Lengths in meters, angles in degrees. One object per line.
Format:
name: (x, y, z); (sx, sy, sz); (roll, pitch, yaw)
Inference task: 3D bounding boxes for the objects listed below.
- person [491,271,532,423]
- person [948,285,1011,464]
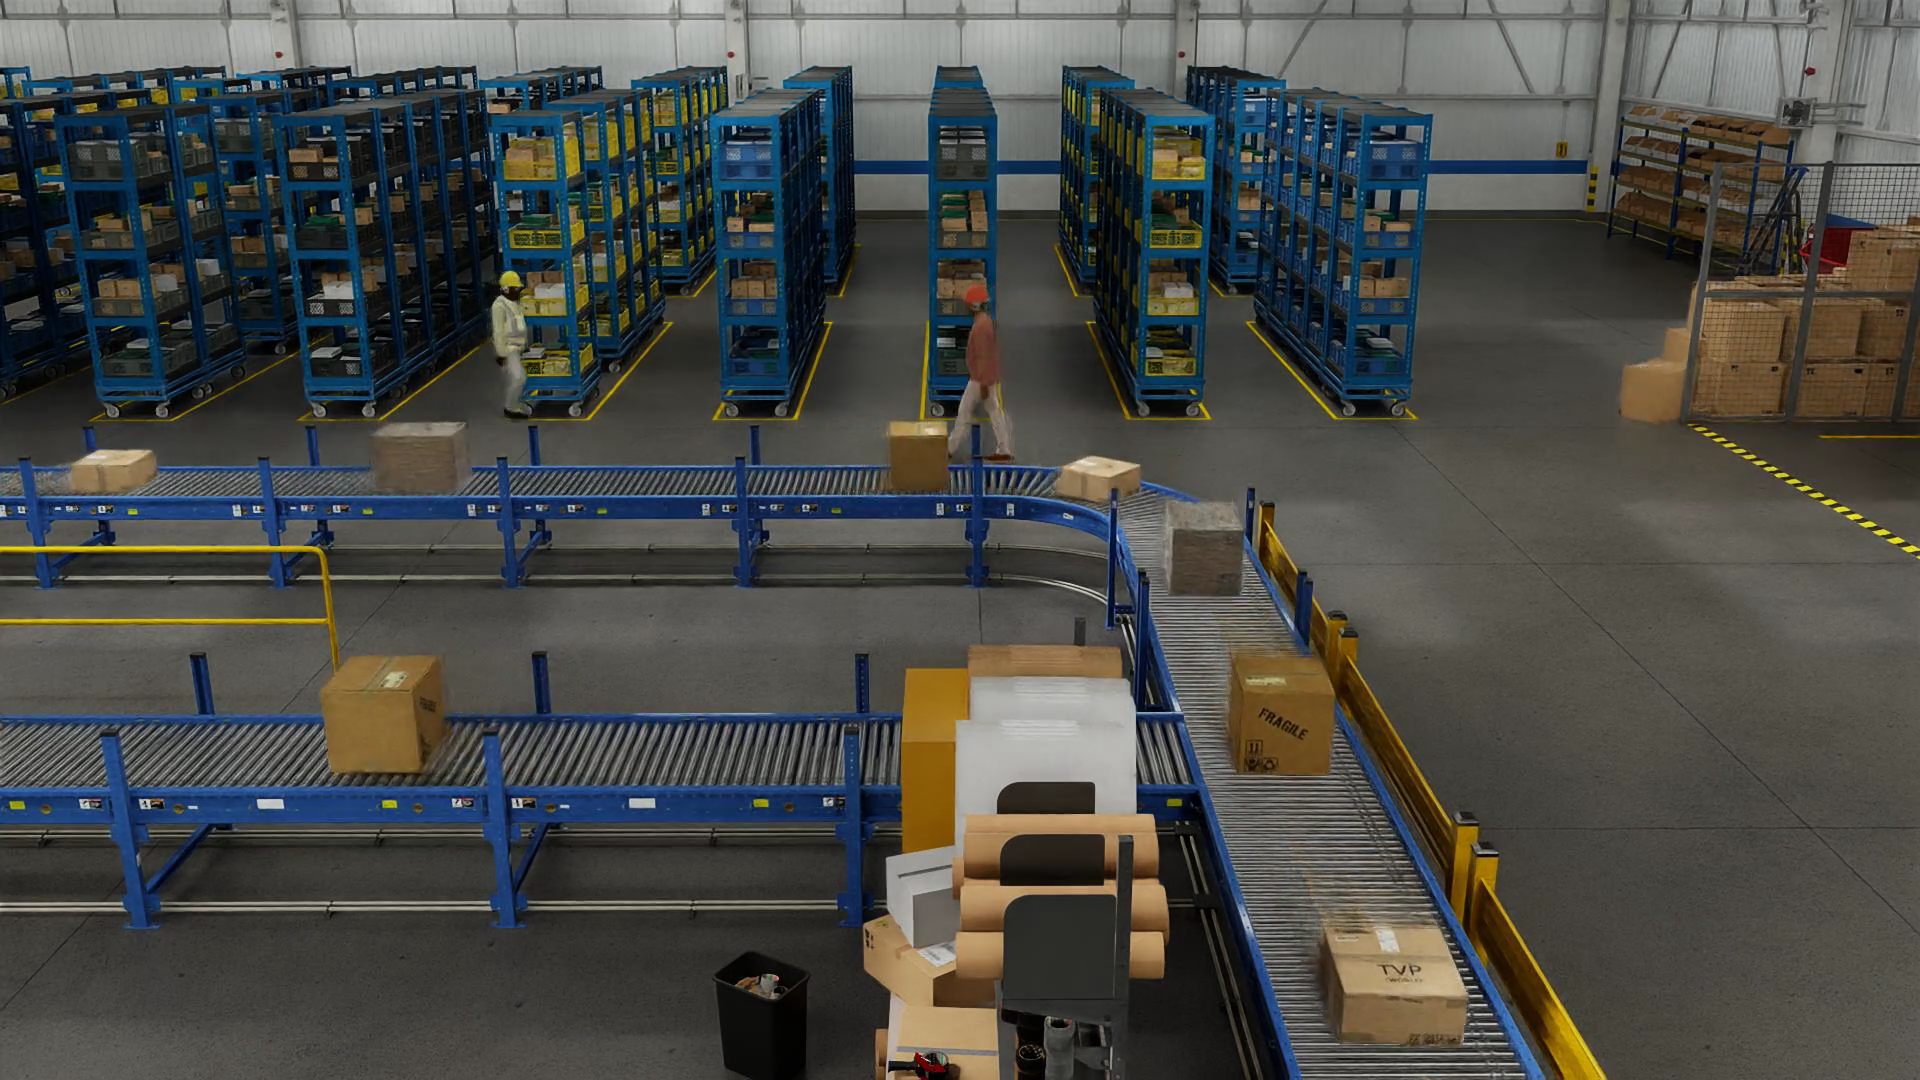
person: (-5.307, -2.292, 19.775); (0.449, 1.814, 0.594); (1, 18, 4)
person: (0.112, -1.776, 17.955); (1.005, 1.942, 0.640); (4, 18, 12)
